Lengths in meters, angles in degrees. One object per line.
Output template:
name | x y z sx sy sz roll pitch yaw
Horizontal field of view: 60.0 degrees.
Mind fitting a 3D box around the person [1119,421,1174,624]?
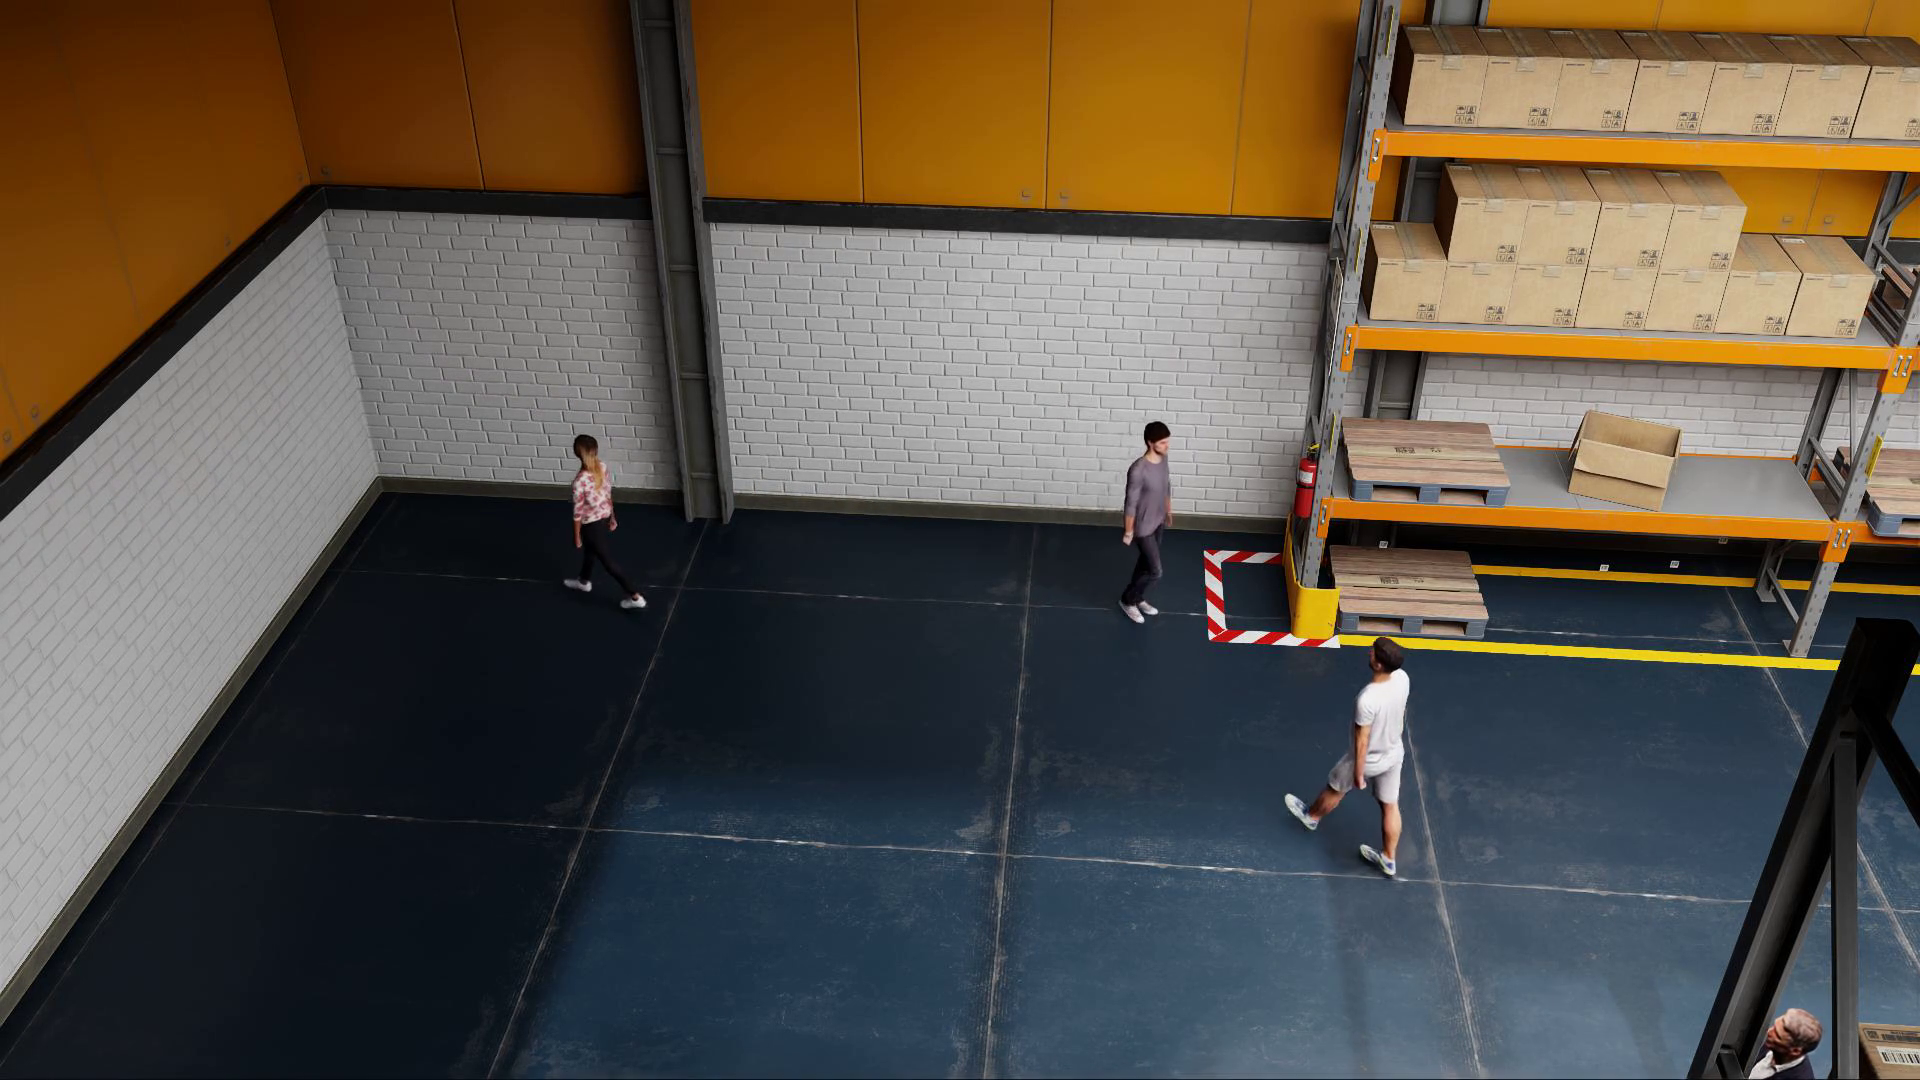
person | 1.458 -0.182 13.607 0.776 1.839 0.779 20 38 27

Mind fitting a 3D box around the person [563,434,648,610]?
person | -2.939 -0.109 13.719 1.154 1.593 0.801 13 36 18

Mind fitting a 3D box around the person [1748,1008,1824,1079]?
person | 4.161 3.103 8.686 0.600 1.815 0.708 6 34 8

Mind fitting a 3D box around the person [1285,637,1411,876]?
person | 2.849 1.483 11.124 1.165 1.815 1.195 -22 39 -29
